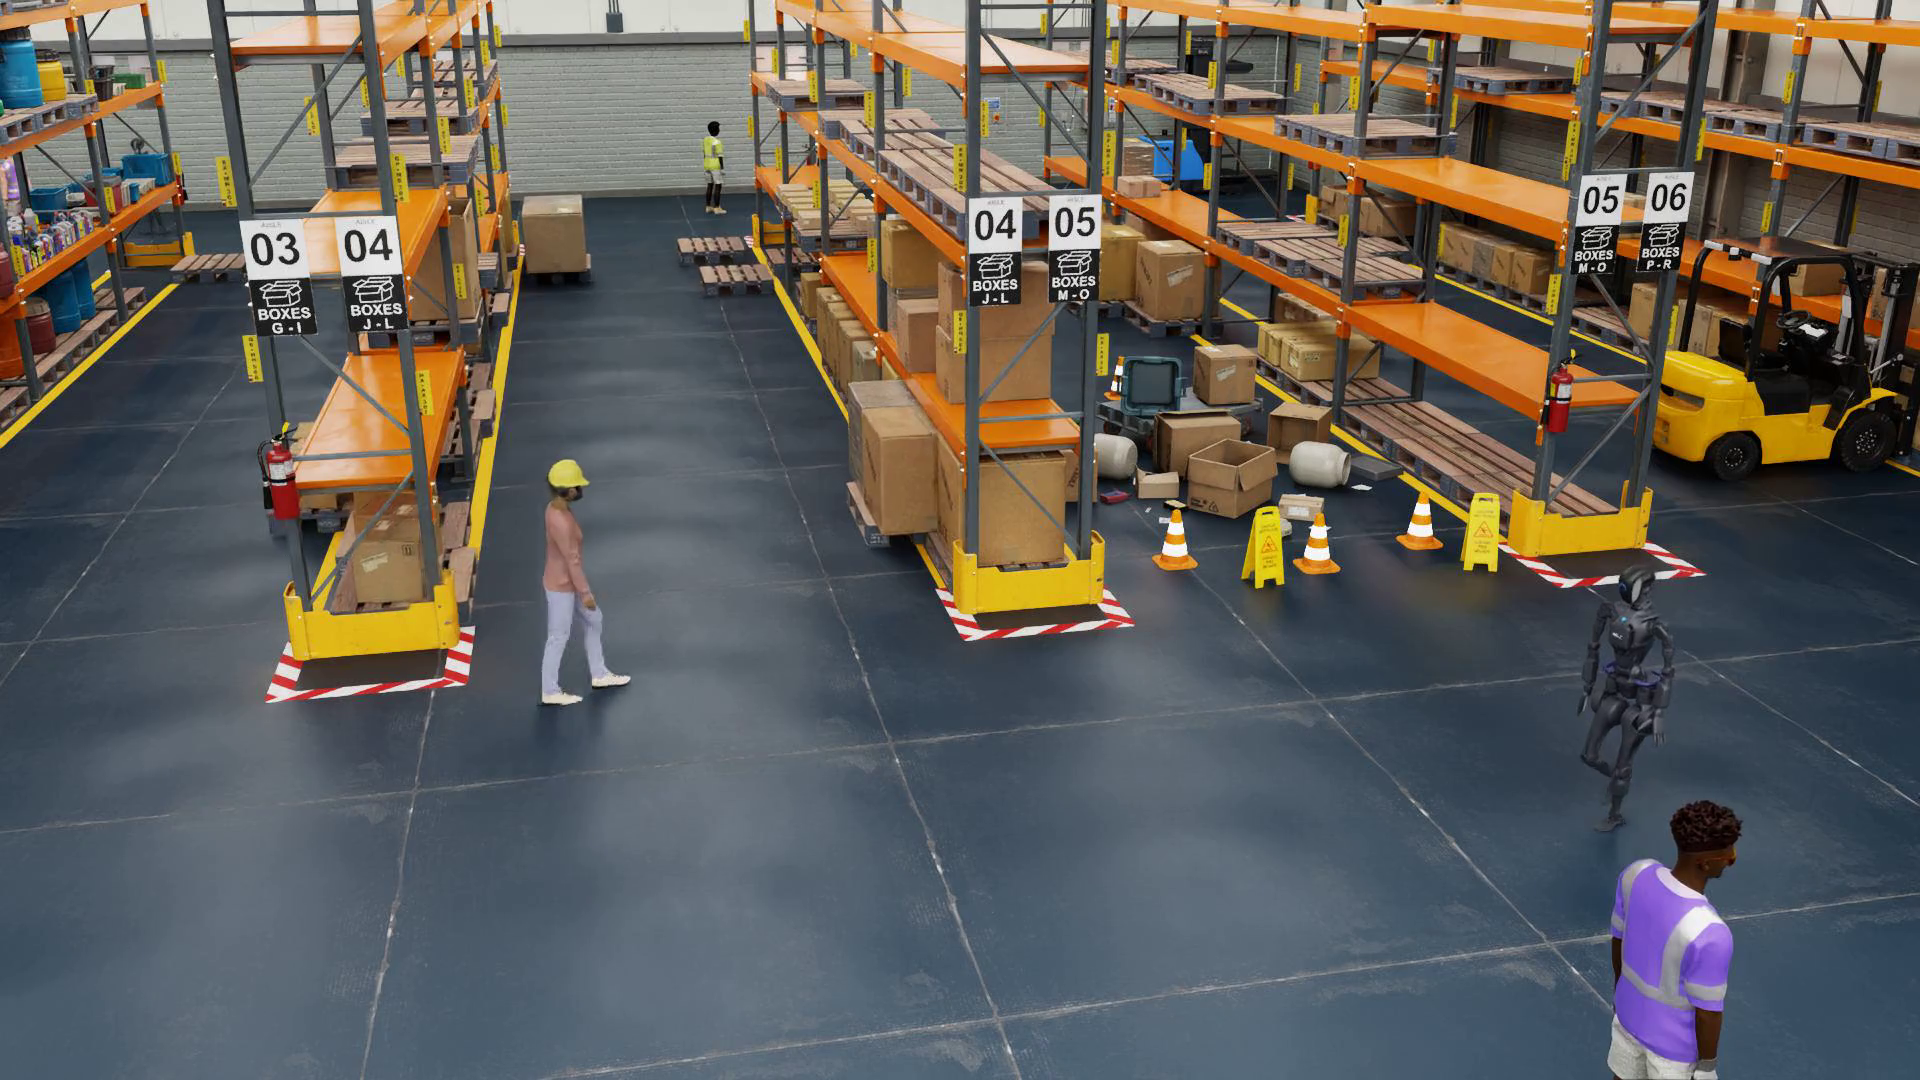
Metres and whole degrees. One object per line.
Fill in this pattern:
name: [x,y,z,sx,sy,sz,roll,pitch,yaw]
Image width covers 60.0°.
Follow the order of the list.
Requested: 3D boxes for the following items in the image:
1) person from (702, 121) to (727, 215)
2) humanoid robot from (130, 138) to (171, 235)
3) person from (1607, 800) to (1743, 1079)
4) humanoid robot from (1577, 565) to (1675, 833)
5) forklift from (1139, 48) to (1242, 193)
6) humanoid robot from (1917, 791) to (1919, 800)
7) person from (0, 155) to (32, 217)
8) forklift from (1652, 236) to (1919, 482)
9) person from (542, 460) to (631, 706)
person: [-4.522,-6.841,30.586,0.538,1.683,0.320,19,28,41]
humanoid robot: [-13.893,-6.047,28.492,0.593,1.660,0.402,19,27,41]
person: [2.808,1.916,6.611,0.361,1.960,0.613,-5,21,-12]
humanoid robot: [3.929,0.918,9.719,0.403,1.646,0.607,-12,24,-30]
forklift: [4.566,-8.313,32.860,1.873,2.768,1.129,-4,21,-12]
humanoid robot: [5.449,1.236,8.859,0.597,1.642,0.323,-4,21,-11]
person: [-15.367,-5.564,27.151,0.347,1.688,0.491,12,23,28]
forklift: [8.013,-1.814,16.330,2.313,2.155,1.214,-4,21,-12]
person: [-2.567,0.295,11.283,0.719,1.744,0.538,-4,21,-12]
